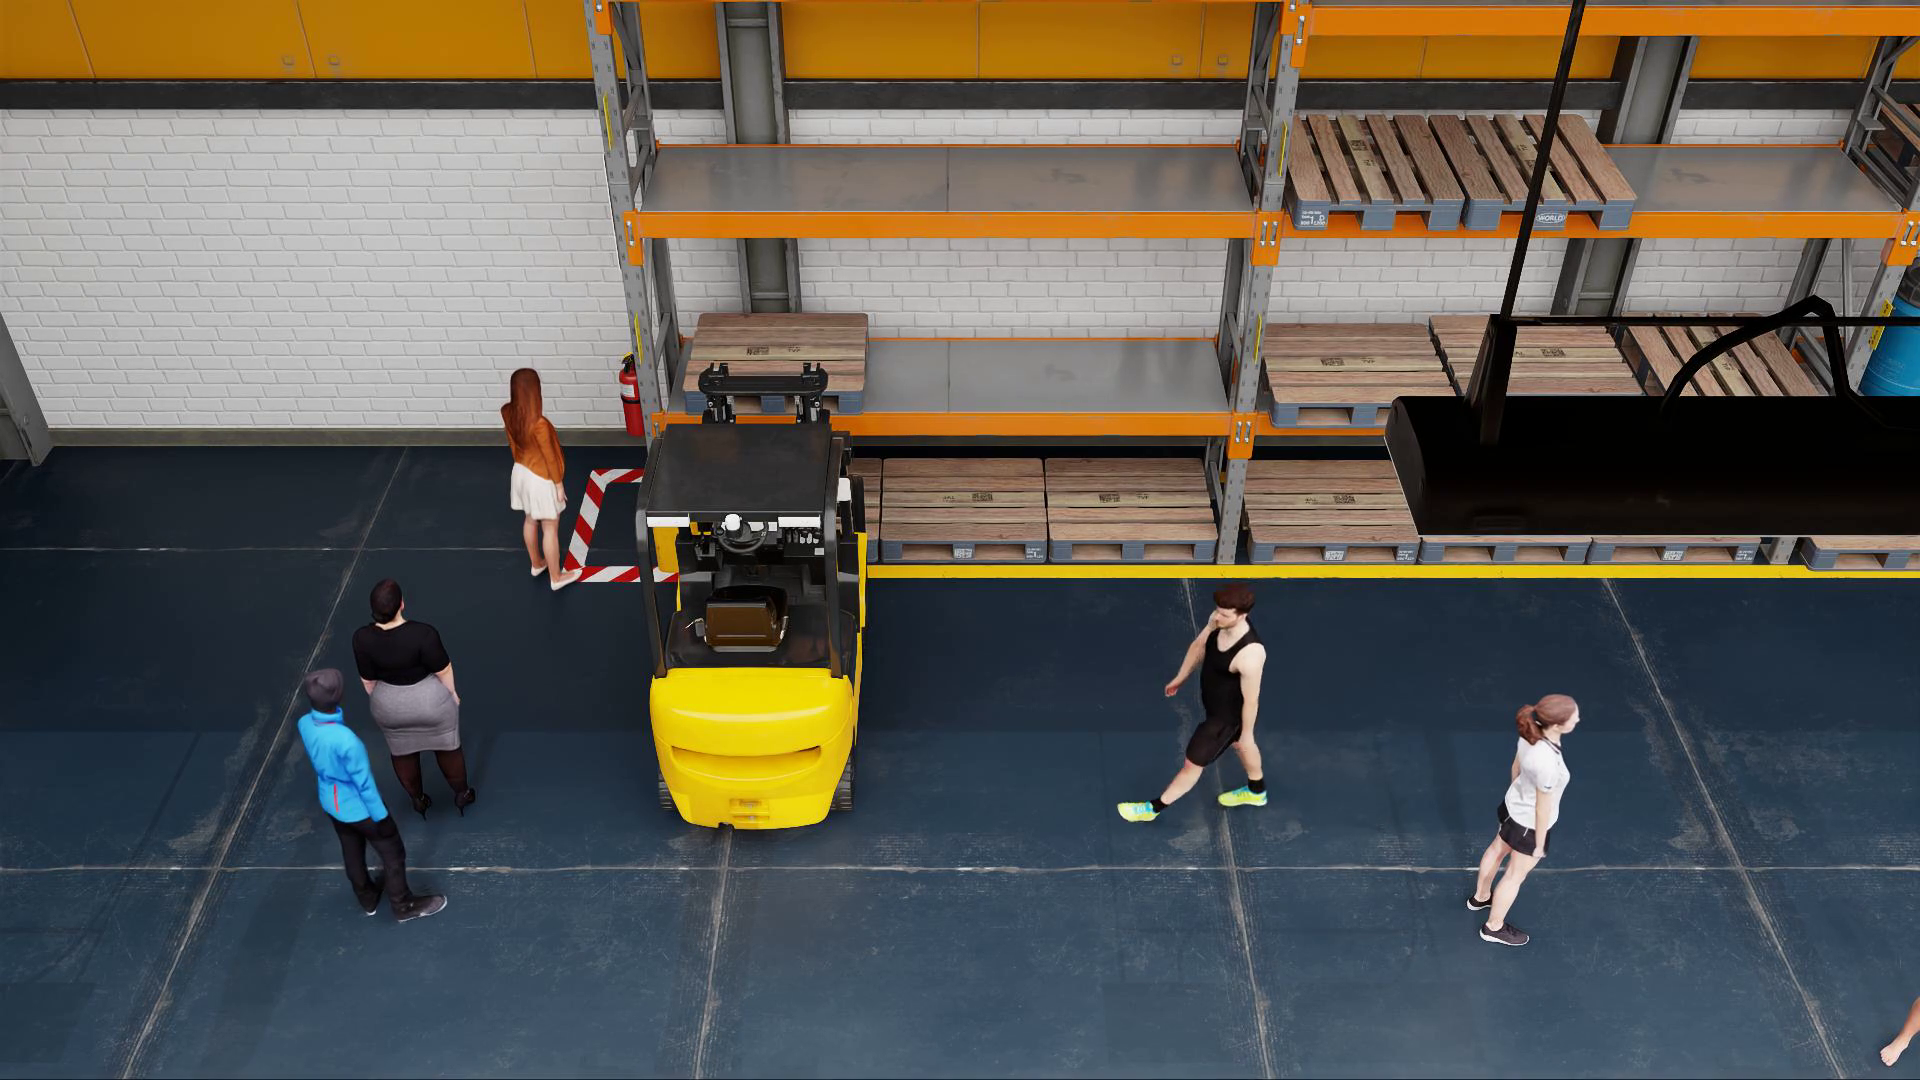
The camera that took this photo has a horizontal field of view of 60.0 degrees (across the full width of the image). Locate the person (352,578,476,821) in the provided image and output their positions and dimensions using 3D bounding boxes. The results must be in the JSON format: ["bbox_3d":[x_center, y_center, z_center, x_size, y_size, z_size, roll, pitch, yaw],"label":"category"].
[{"bbox_3d":[-3.168,0.945,9.645,0.572,1.759,0.749,-4,39,-4],"label":"person"}]

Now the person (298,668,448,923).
[{"bbox_3d":[-3.303,1.439,8.996,0.738,1.796,0.850,21,43,24],"label":"person"}]

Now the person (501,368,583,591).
[{"bbox_3d":[-2.912,-0.417,11.385,0.677,1.716,0.760,24,44,27],"label":"person"}]

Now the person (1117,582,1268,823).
[{"bbox_3d":[1.615,0.945,9.582,1.233,1.837,0.820,-5,39,-7],"label":"person"}]

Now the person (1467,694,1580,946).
[{"bbox_3d":[3.043,1.490,8.968,0.563,1.752,0.562,-2,39,-3],"label":"person"}]
